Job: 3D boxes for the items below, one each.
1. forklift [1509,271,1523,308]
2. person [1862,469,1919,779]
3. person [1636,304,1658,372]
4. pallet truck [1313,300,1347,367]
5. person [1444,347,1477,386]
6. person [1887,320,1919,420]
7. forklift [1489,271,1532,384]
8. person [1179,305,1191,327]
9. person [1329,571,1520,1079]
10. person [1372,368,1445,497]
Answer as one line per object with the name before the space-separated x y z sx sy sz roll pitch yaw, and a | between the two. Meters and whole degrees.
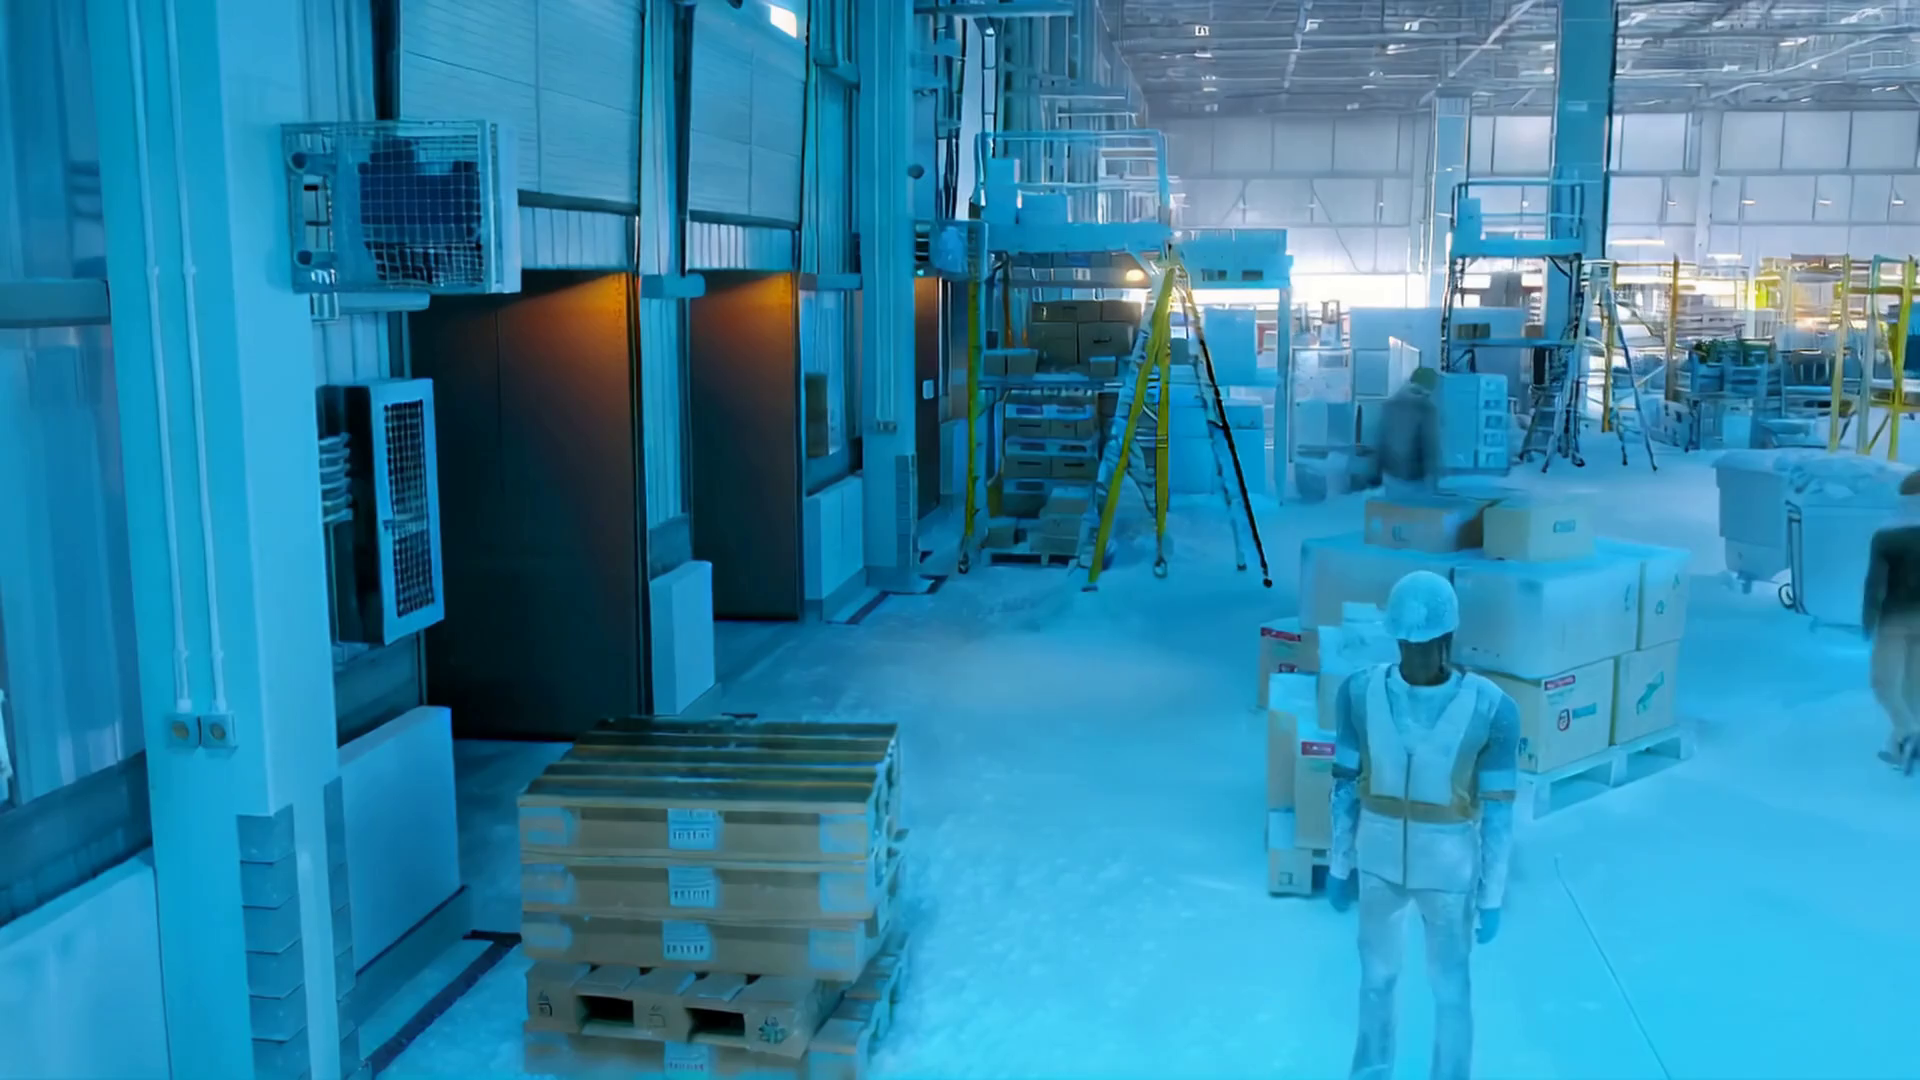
forklift | 14.916 -5.941 45.409 1.873 2.768 1.129 -2 9 -10
person | 5.332 0.482 9.284 0.529 1.749 0.641 1 9 5
person | 19.049 -5.601 46.256 0.635 1.922 0.756 4 10 23
pallet truck | 11.159 -6.200 49.718 0.823 1.965 1.885 4 10 26
person | 8.119 -2.475 27.090 0.584 1.883 0.337 5 11 29
person | 18.001 -3.209 31.564 0.676 1.910 0.602 3 10 16
forklift | 13.426 -5.323 41.594 1.873 2.768 1.129 1 9 9
person | 5.917 -5.276 44.268 0.501 1.922 0.641 4 10 22
person | 1.455 1.041 5.302 0.586 1.920 0.398 6 11 32
person | 4.172 -0.640 15.589 0.745 1.949 0.467 7 12 38
